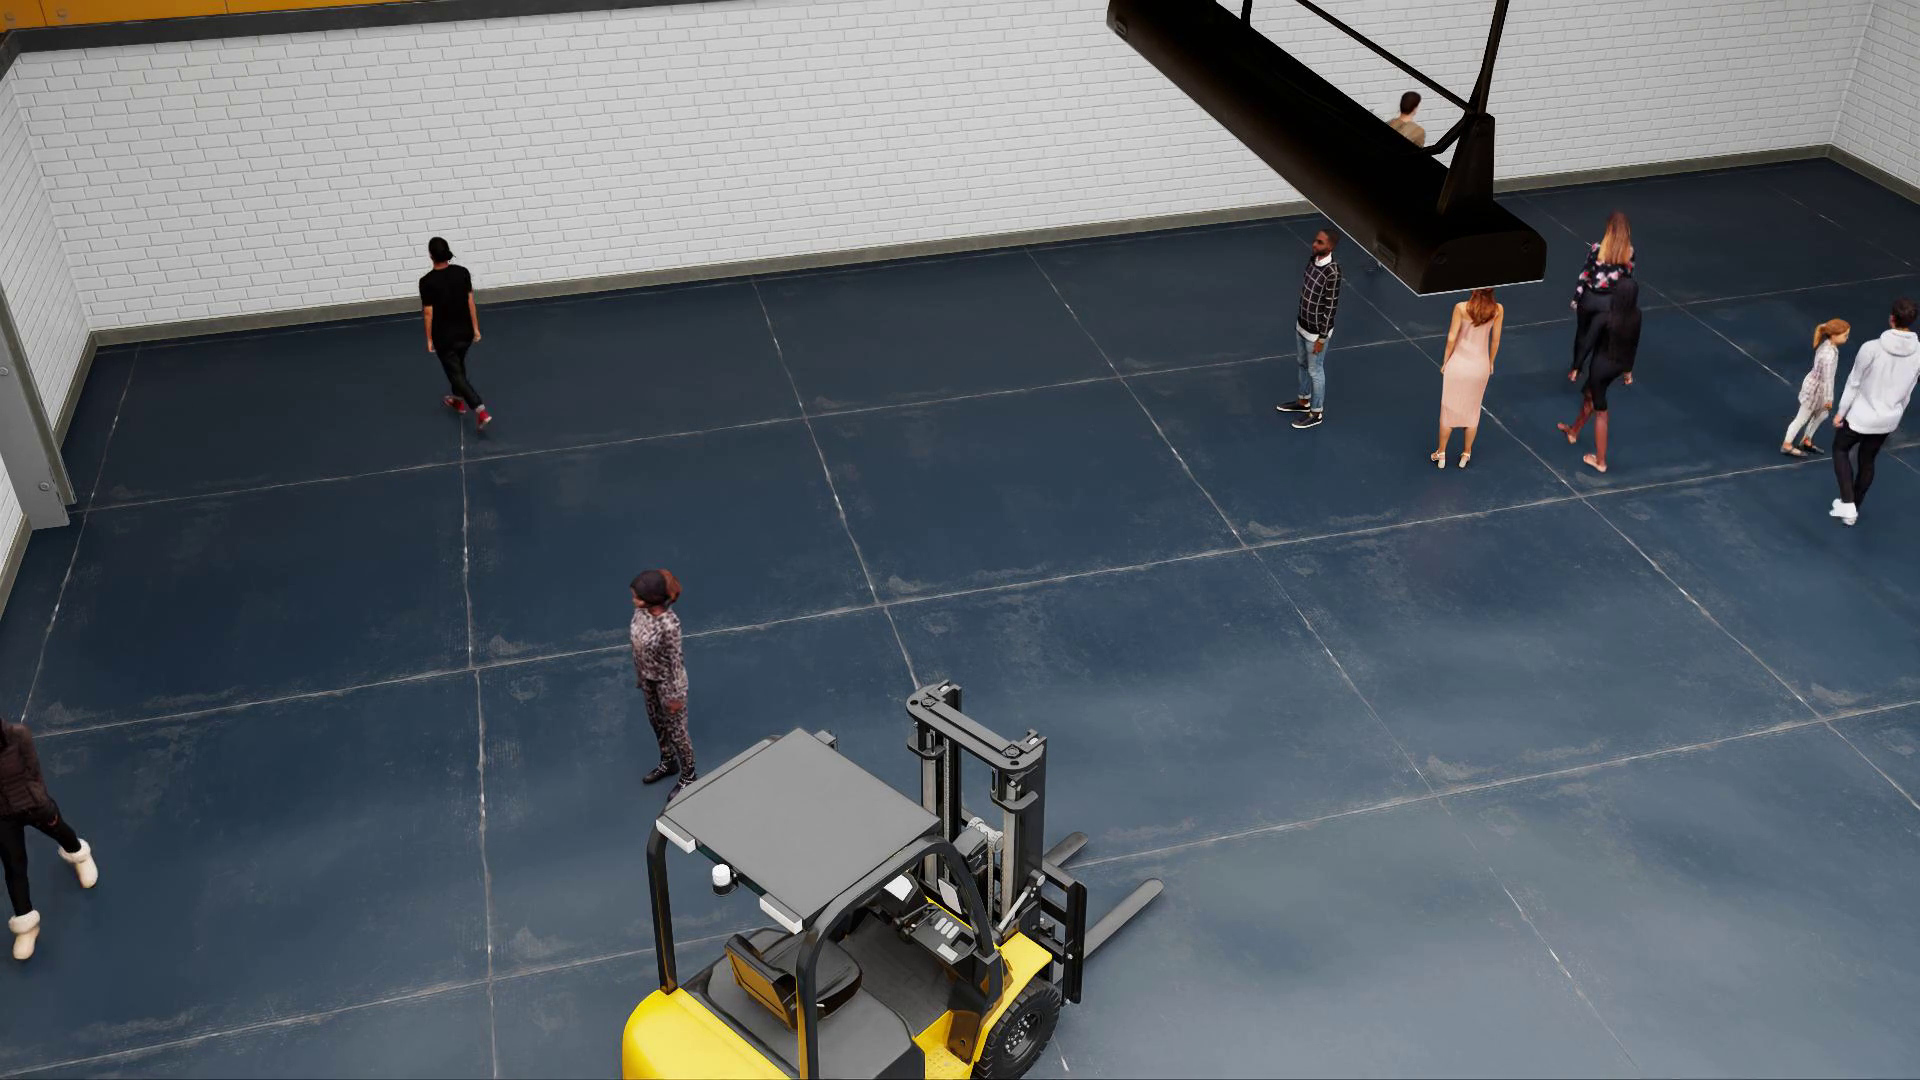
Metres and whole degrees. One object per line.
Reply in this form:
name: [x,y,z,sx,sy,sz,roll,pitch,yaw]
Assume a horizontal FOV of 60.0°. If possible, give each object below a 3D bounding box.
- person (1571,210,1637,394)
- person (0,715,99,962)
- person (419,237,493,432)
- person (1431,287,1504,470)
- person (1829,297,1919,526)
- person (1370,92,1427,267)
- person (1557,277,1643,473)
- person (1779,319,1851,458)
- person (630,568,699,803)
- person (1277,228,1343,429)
person: [5.788,-2.106,15.009,0.973,1.647,1.128,10,35,14]
person: [-5.338,1.607,9.417,0.597,1.656,1.032,-10,35,-14]
person: [-4.365,-1.760,14.410,1.190,1.736,1.014,27,42,34]
person: [4.221,-1.426,13.820,0.639,1.832,0.614,3,34,4]
person: [7.176,-0.930,13.009,0.822,1.904,0.858,2,34,3]
person: [4.521,-3.720,17.266,1.087,1.838,1.050,28,43,35]
person: [5.423,-1.344,13.818,0.704,1.697,0.976,-13,36,-18]
person: [7.190,-1.289,14.096,0.737,1.299,0.677,17,37,24]
person: [-1.857,0.890,10.440,0.715,1.717,0.610,-26,42,-34]
person: [3.104,-1.866,14.492,0.711,1.821,0.476,-8,34,-12]
